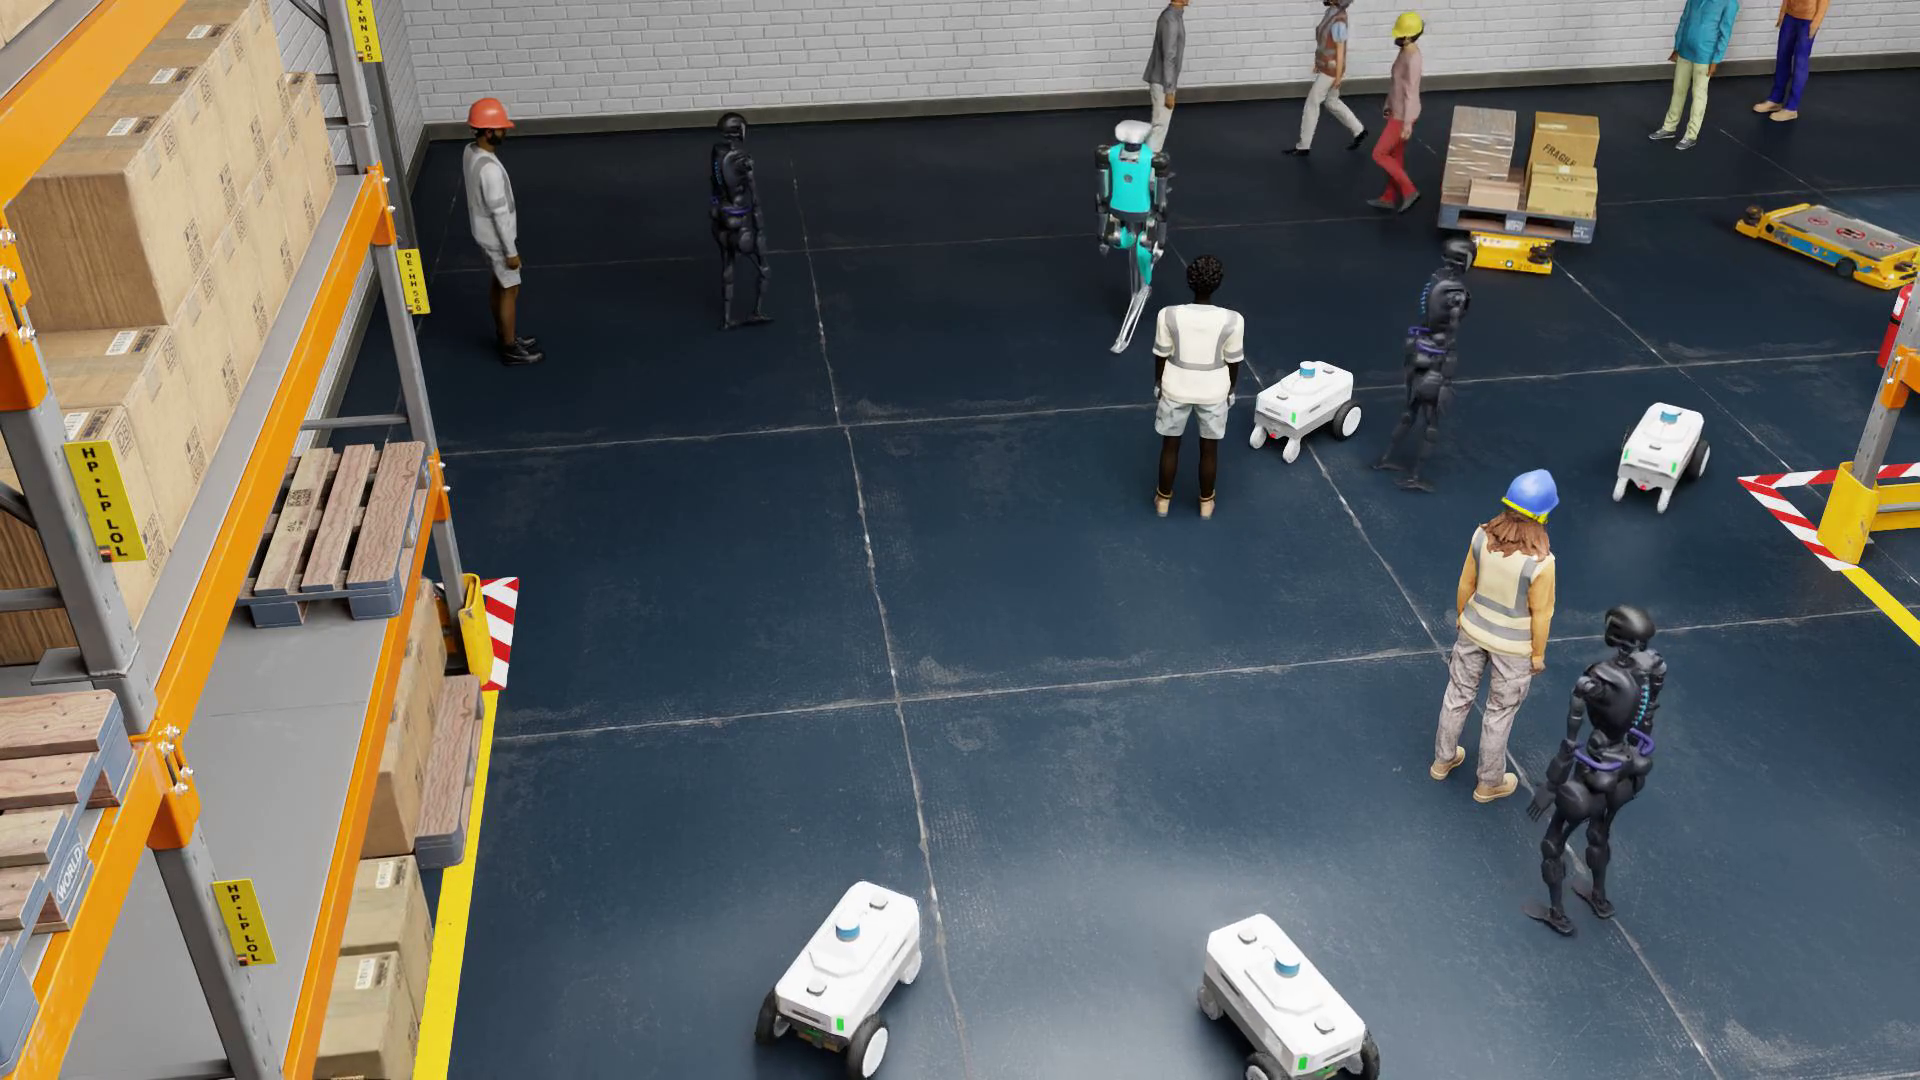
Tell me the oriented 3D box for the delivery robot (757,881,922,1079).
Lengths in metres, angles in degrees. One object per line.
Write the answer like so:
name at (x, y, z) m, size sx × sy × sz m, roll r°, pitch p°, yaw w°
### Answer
delivery robot at (-0.457, 1.771, 6.849) m, size 0.499 × 0.565 × 0.745 m, roll 15°, pitch 36°, yaw 22°

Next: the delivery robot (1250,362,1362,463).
delivery robot at (2.263, -0.894, 10.949) m, size 0.774 × 0.581 × 0.499 m, roll -29°, pitch 43°, yaw -36°

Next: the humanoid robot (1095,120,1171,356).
humanoid robot at (1.301, -2.268, 12.038) m, size 0.531 × 1.760 × 1.024 m, roll 11°, pitch 35°, yaw 17°

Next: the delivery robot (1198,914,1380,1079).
delivery robot at (1.299, 1.893, 6.695) m, size 0.499 × 0.601 × 0.805 m, roll -15°, pitch 36°, yaw -22°

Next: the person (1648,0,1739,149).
person at (6.842, -4.534, 15.438) m, size 0.320 × 1.754 × 0.561 m, roll -16°, pitch 36°, yaw -22°

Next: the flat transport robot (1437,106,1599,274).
flat transport robot at (4.586, -2.599, 13.836) m, size 0.659 × 0.231 × 1.431 m, roll 9°, pitch 34°, yaw 14°

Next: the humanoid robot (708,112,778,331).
humanoid robot at (-1.628, -2.318, 12.118) m, size 0.436 × 1.650 × 0.604 m, roll -25°, pitch 40°, yaw -33°

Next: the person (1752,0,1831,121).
person at (8.131, -5.075, 16.076) m, size 0.401 × 1.972 × 0.522 m, roll -11°, pitch 35°, yaw -16°

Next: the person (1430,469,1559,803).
person at (2.525, 0.451, 7.780) m, size 0.307 × 1.778 × 0.473 m, roll -26°, pitch 41°, yaw -34°

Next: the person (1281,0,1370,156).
person at (3.438, -4.326, 15.205) m, size 0.753 × 1.657 × 0.443 m, roll 3°, pitch 33°, yaw 4°

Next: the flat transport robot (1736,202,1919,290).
flat transport robot at (7.162, -2.430, 13.576) m, size 0.659 × 0.231 × 1.431 m, roll -17°, pitch 37°, yaw -24°

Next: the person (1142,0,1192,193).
person at (1.789, -3.996, 14.504) m, size 0.400 × 1.887 × 0.553 m, roll 5°, pitch 33°, yaw 8°

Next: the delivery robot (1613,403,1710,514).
delivery robot at (4.406, -0.558, 10.462) m, size 0.499 × 0.612 × 0.815 m, roll 20°, pitch 38°, yaw 27°

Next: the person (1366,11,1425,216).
person at (3.711, -3.575, 13.980) m, size 0.421 × 1.743 × 0.552 m, roll 10°, pitch 35°, yaw 15°

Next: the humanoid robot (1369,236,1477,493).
humanoid robot at (2.862, -1.091, 10.253) m, size 0.402 × 1.645 × 0.599 m, roll -2°, pitch 33°, yaw -3°

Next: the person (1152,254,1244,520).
person at (1.397, -0.889, 9.909) m, size 0.533 × 1.693 × 0.320 m, roll 5°, pitch 34°, yaw 8°

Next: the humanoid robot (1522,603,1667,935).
humanoid robot at (2.712, 0.978, 7.066) m, size 0.613 × 1.646 × 0.309 m, roll -17°, pitch 37°, yaw -24°

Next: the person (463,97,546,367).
person at (-3.201, -2.138, 11.616) m, size 0.390 × 1.927 × 0.548 m, roll -17°, pitch 37°, yaw -24°
